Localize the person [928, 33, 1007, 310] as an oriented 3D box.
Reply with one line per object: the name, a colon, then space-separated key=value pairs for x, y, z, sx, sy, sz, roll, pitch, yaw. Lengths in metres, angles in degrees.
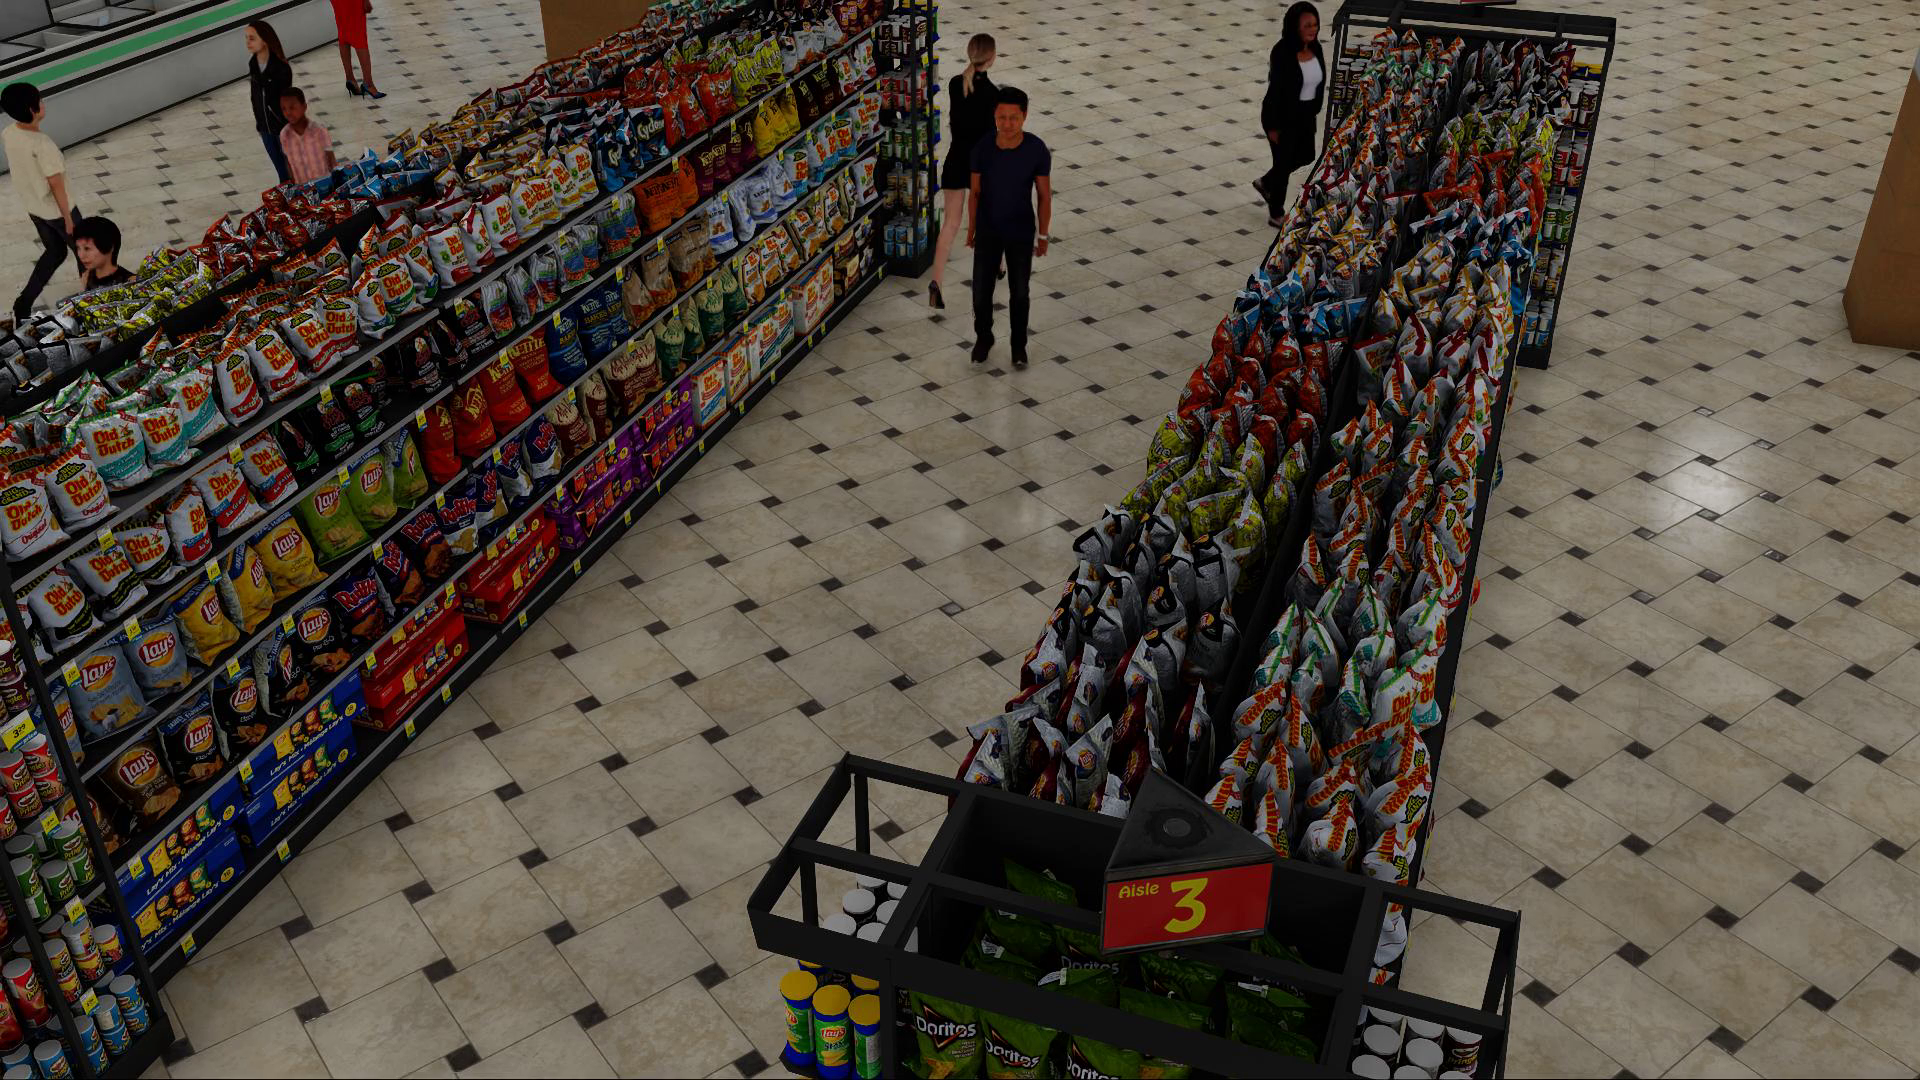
person: x=0.025 y=-2.287 z=10.586 sx=0.653 sy=1.710 sz=1.186 roll=15 pitch=35 yaw=22

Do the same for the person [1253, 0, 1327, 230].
person: x=2.299 y=-3.042 z=11.896 sx=0.831 sy=1.608 sz=0.878 roll=-26 pitch=40 yaw=-35

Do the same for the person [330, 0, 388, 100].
person: x=-5.348 y=-4.730 z=14.479 sx=0.605 sy=1.746 sz=0.554 roll=17 pitch=36 yaw=26

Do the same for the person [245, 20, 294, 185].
person: x=-4.877 y=-2.979 z=11.913 sx=0.599 sy=1.483 sz=0.558 roll=18 pitch=36 yaw=26

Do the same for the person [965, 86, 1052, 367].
person: x=0.275 y=-1.835 z=9.806 sx=0.735 sy=1.768 sz=0.739 roll=3 pitch=32 yaw=5

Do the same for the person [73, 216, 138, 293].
person: x=-4.126 y=-0.894 z=8.477 sx=0.612 sy=1.573 sz=0.999 roll=12 pitch=34 yaw=19

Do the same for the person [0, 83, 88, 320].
person: x=-5.672 y=-2.013 z=10.282 sx=0.649 sy=1.568 sz=0.907 roll=15 pitch=35 yaw=23

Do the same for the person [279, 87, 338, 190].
person: x=-4.307 y=-2.409 z=11.176 sx=0.700 sy=1.295 sz=0.832 roll=-4 pitch=32 yaw=-6
